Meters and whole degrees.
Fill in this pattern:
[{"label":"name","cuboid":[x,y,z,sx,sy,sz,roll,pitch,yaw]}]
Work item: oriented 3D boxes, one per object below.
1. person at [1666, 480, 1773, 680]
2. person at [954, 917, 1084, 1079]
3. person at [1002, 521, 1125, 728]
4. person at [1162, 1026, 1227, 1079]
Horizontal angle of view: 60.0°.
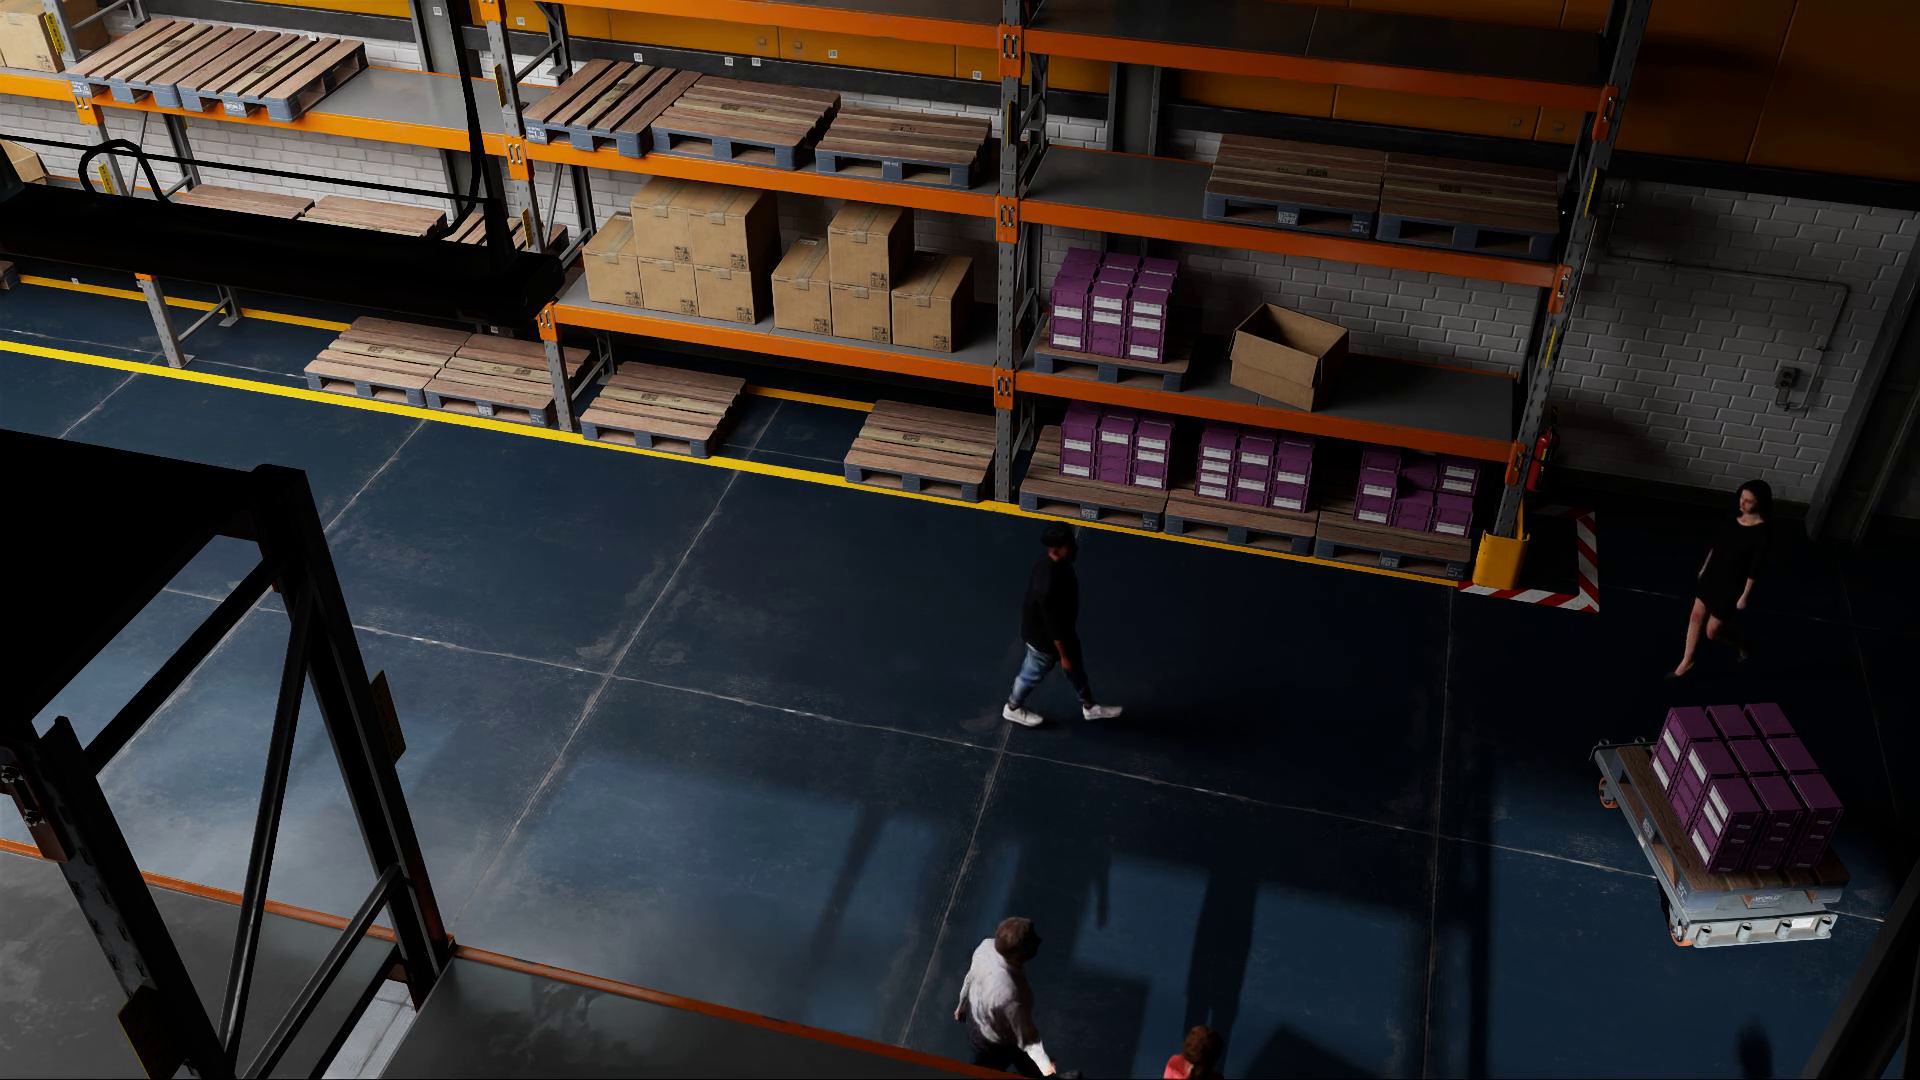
[{"label":"person","cuboid":[5.486,0.318,11.770,0.931,1.788,0.805,-8,39,-9]},{"label":"person","cuboid":[0.108,2.660,8.857,1.279,1.763,1.075,-10,40,-12]},{"label":"person","cuboid":[0.523,0.613,11.409,1.066,1.777,0.710,11,40,14]},{"label":"person","cuboid":[1.208,3.017,8.688,0.510,1.417,0.633,22,44,25]}]
